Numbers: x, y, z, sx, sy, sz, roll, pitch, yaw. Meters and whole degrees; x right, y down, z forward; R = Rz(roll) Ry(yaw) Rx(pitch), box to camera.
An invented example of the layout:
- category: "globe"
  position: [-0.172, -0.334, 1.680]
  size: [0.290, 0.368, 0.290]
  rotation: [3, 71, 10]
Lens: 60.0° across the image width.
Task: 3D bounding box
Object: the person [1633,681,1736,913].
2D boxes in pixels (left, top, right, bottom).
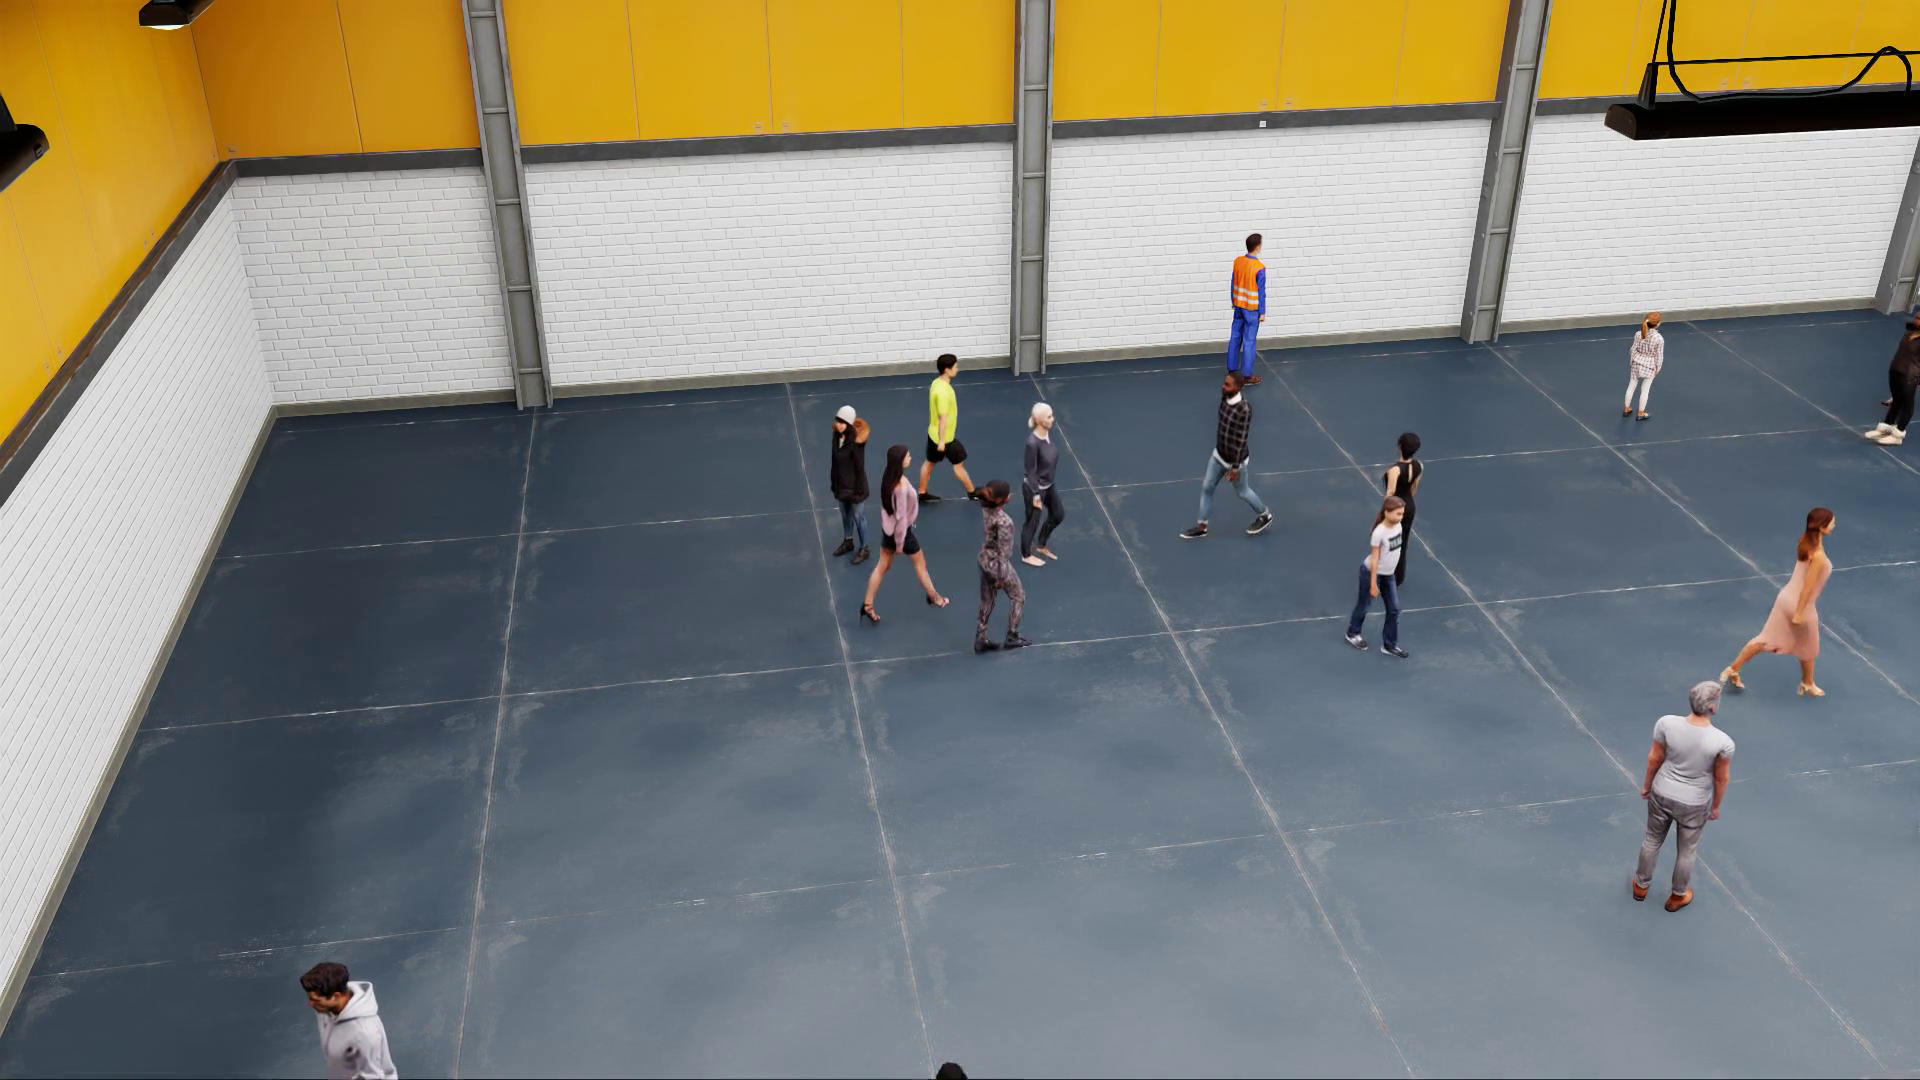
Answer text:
- category: "person"
  position: [5.049, 1.797, 11.652]
  size: [0.763, 1.828, 0.811]
  rotation: [20, 34, 32]

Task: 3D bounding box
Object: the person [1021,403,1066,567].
- category: "person"
  position: [0.693, -0.553, 16.078]
  size: [0.791, 1.715, 0.759]
  rotation: [13, 31, 22]

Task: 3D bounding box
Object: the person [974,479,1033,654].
- category: "person"
  position: [0.231, 0.254, 14.615]
  size: [0.807, 1.700, 0.680]
  rotation: [-13, 31, -23]

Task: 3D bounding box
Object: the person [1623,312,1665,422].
- category: "person"
  position: [7.893, -2.021, 19.190]
  size: [0.660, 1.312, 0.620]
  rotation: [-24, 37, -37]

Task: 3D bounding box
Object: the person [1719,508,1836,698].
- category: "person"
  position: [6.921, 0.553, 13.972]
  size: [1.164, 1.790, 0.799]
  rotation: [3, 29, 5]

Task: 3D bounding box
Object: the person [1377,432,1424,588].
- category: "person"
  position: [4.109, -0.238, 15.620]
  size: [0.627, 1.601, 0.754]
  rotation: [-23, 36, -35]

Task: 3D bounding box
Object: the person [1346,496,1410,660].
- category: "person"
  position: [3.658, 0.272, 14.753]
  size: [0.887, 1.535, 0.852]
  rotation: [-19, 34, -30]

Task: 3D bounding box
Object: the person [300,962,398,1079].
- category: "person"
  position: [-3.286, 3.047, 9.258]
  size: [0.833, 1.925, 0.872]
  rotation: [26, 38, 38]

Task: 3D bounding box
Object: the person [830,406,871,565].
- category: "person"
  position: [-1.063, -0.559, 16.176]
  size: [0.726, 1.632, 0.762]
  rotation: [25, 37, 38]

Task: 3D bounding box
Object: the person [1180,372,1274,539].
- category: "person"
  position: [2.789, -0.824, 16.504]
  size: [1.271, 1.784, 0.859]
  rotation: [-10, 30, -18]

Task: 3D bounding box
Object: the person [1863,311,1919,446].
- category: "person"
  position: [10.505, -1.850, 18.523]
  size: [0.589, 1.650, 0.548]
  rotation: [-2, 29, -4]

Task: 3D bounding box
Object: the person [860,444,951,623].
- category: "person"
  position: [-0.651, -0.014, 15.046]
  size: [1.151, 1.756, 0.789]
  rotation: [-11, 31, -20]

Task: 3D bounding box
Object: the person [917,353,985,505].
- category: "person"
  position: [-0.259, -1.099, 17.126]
  size: [1.040, 1.670, 0.670]
  rotation: [-6, 29, -11]

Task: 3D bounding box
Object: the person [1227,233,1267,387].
- category: "person"
  position: [3.462, -2.789, 20.022]
  size: [0.774, 1.862, 0.789]
  rotation: [-20, 34, -32]
